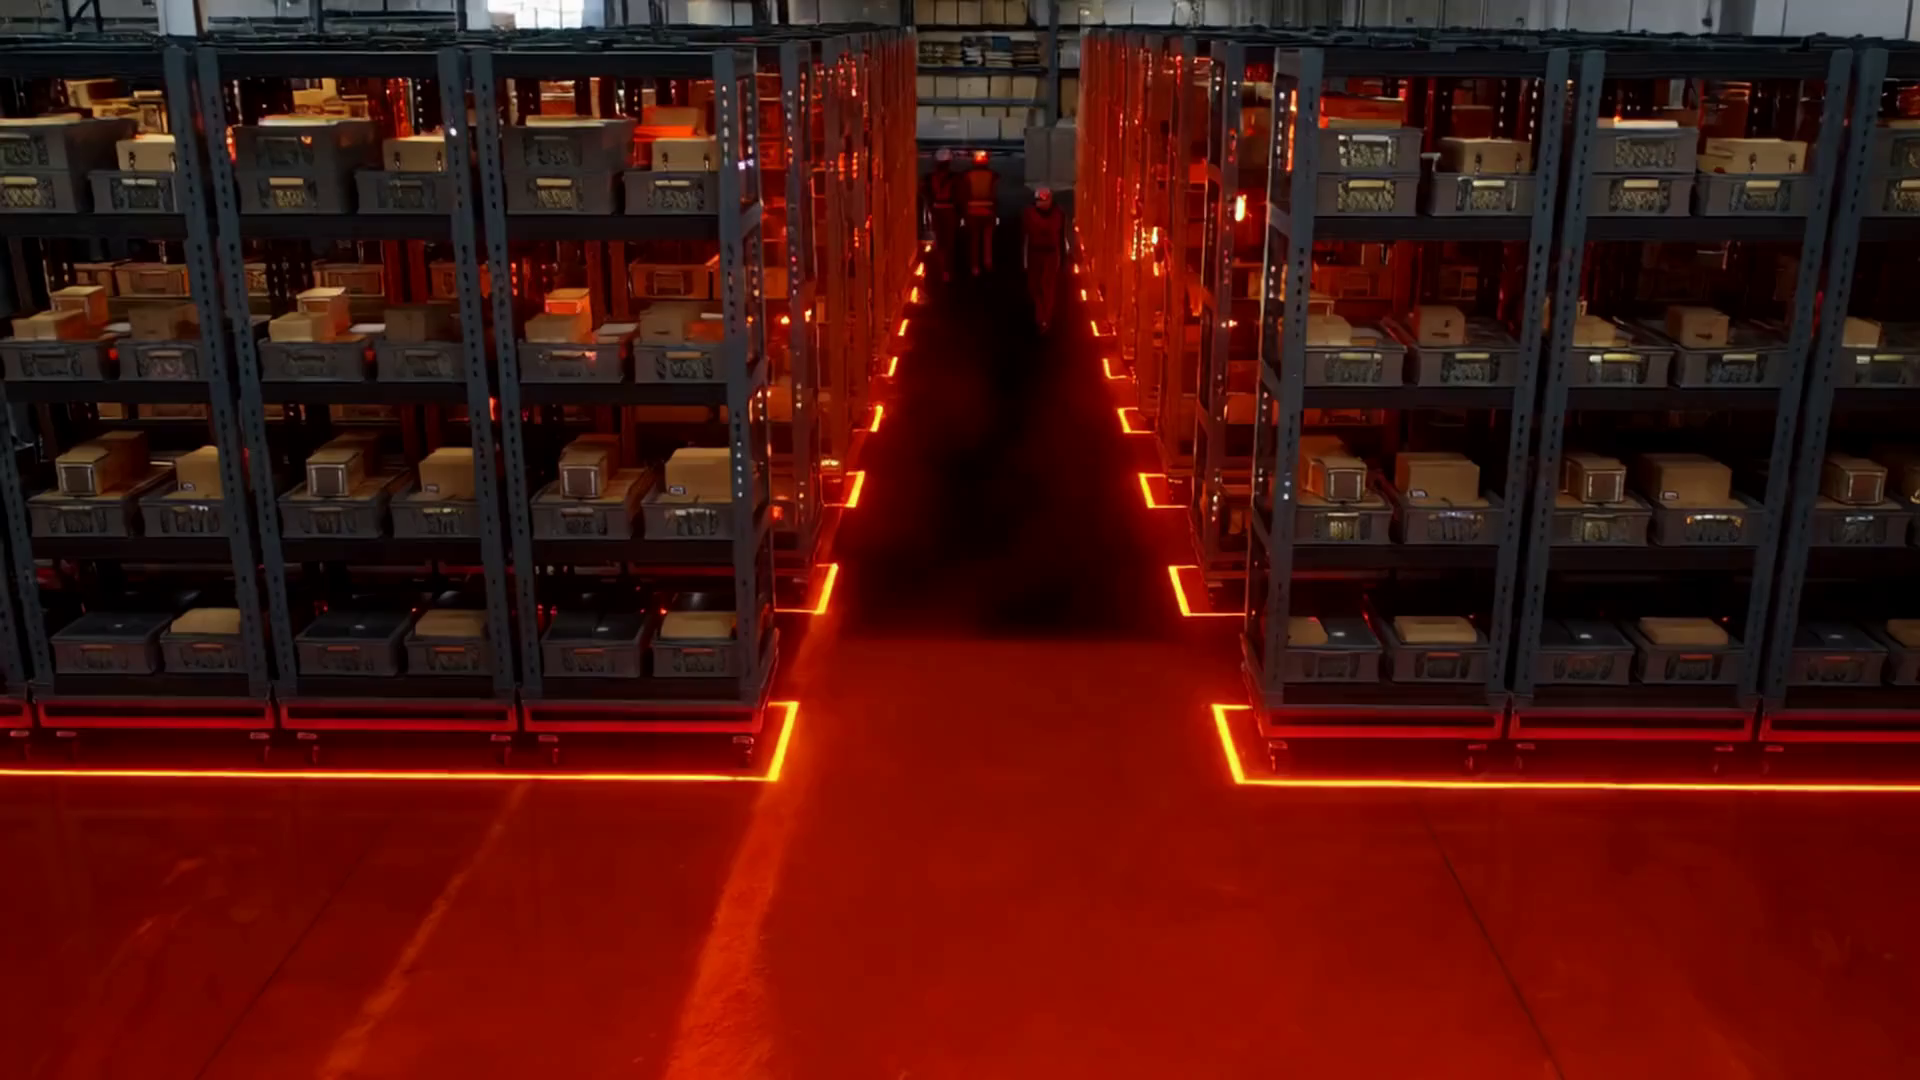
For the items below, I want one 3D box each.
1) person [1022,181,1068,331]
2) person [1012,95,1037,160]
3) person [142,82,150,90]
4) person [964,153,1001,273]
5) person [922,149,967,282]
[{"bbox_3d":[1.053,-3.537,20.650,0.565,1.829,0.629,4,18,13],"label":"person"},{"bbox_3d":[1.827,-11.123,44.978,0.861,1.727,0.540,1,17,3],"label":"person"},{"bbox_3d":[-24.166,-12.707,49.728,0.511,1.913,0.542,1,17,3],"label":"person"},{"bbox_3d":[0.324,-4.973,25.291,0.618,1.771,0.947,2,18,6],"label":"person"},{"bbox_3d":[-0.261,-4.757,24.415,0.611,1.894,0.972,6,18,18],"label":"person"}]
